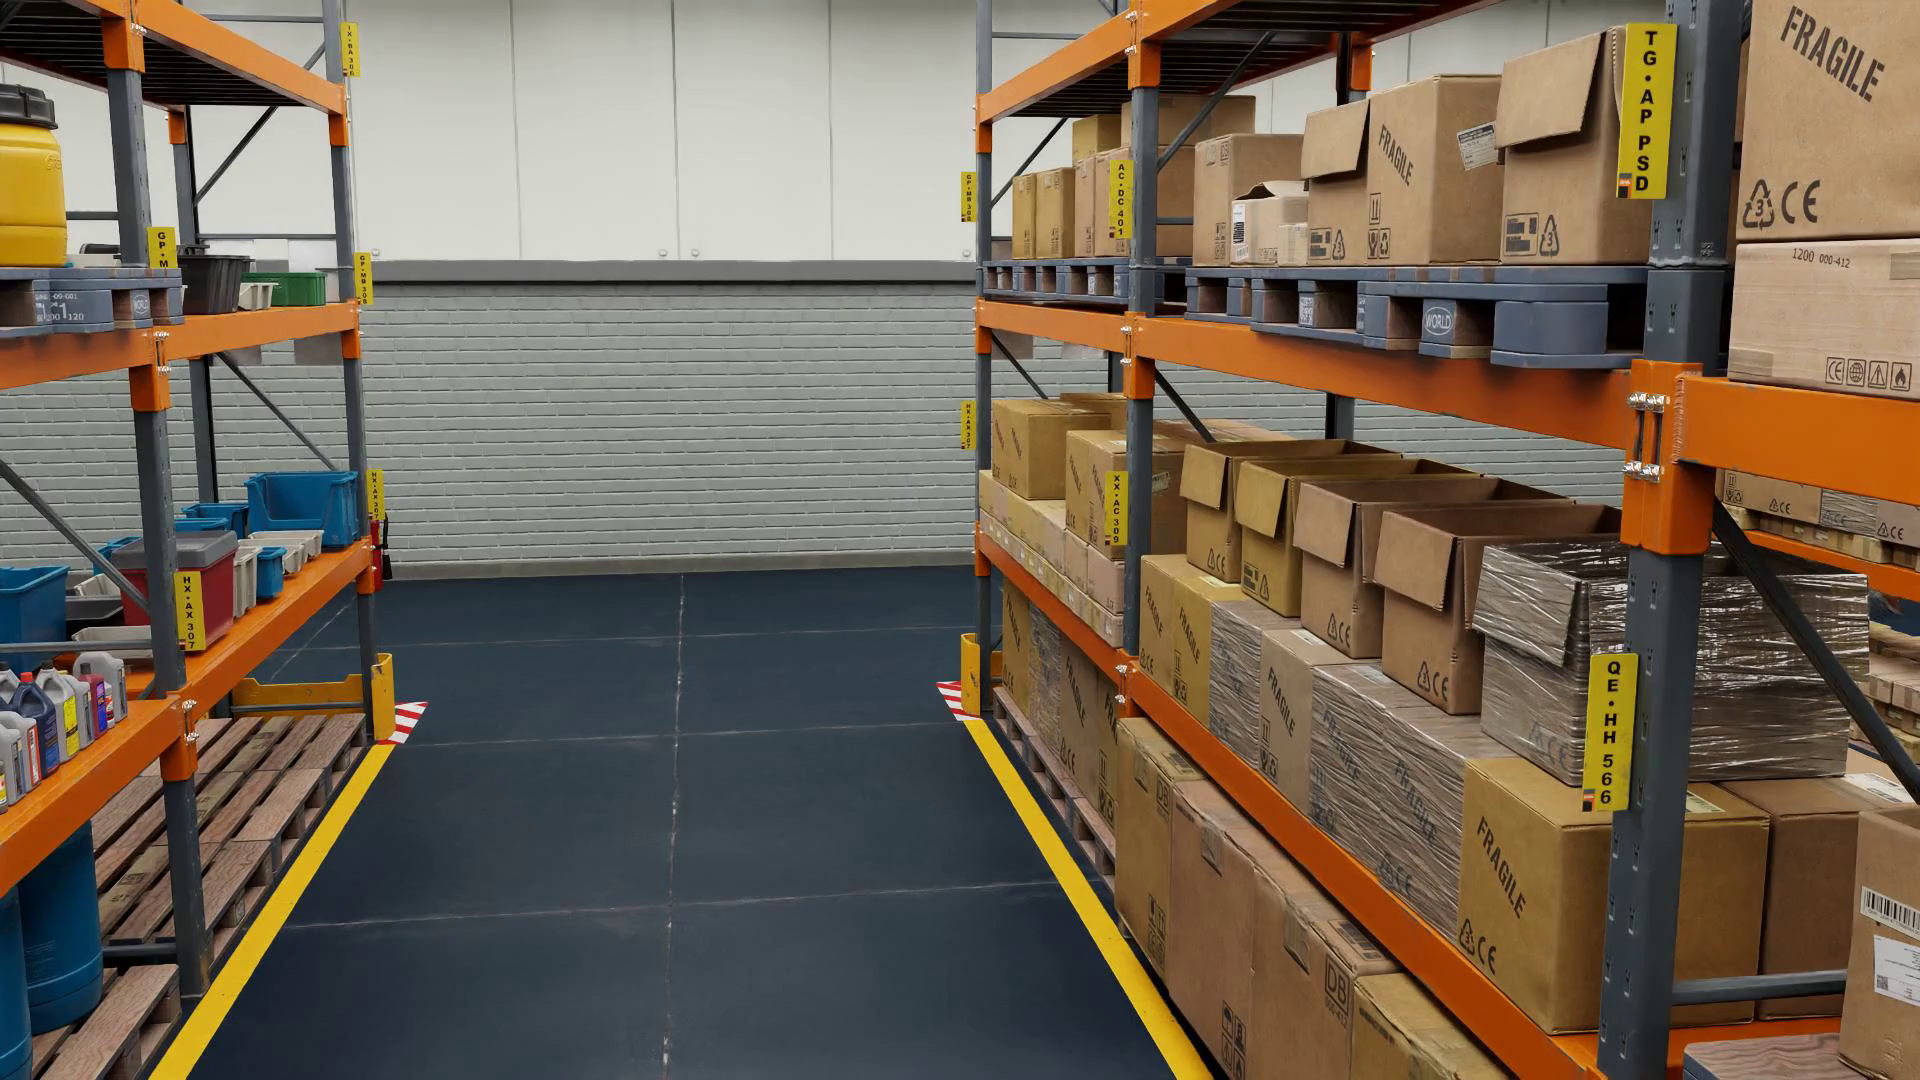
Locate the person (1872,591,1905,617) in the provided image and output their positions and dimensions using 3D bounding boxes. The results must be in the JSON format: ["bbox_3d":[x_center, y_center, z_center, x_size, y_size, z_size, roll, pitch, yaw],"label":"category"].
[{"bbox_3d":[8.504,-0.228,14.348,0.963,1.905,0.631,2,9,10],"label":"person"}]
